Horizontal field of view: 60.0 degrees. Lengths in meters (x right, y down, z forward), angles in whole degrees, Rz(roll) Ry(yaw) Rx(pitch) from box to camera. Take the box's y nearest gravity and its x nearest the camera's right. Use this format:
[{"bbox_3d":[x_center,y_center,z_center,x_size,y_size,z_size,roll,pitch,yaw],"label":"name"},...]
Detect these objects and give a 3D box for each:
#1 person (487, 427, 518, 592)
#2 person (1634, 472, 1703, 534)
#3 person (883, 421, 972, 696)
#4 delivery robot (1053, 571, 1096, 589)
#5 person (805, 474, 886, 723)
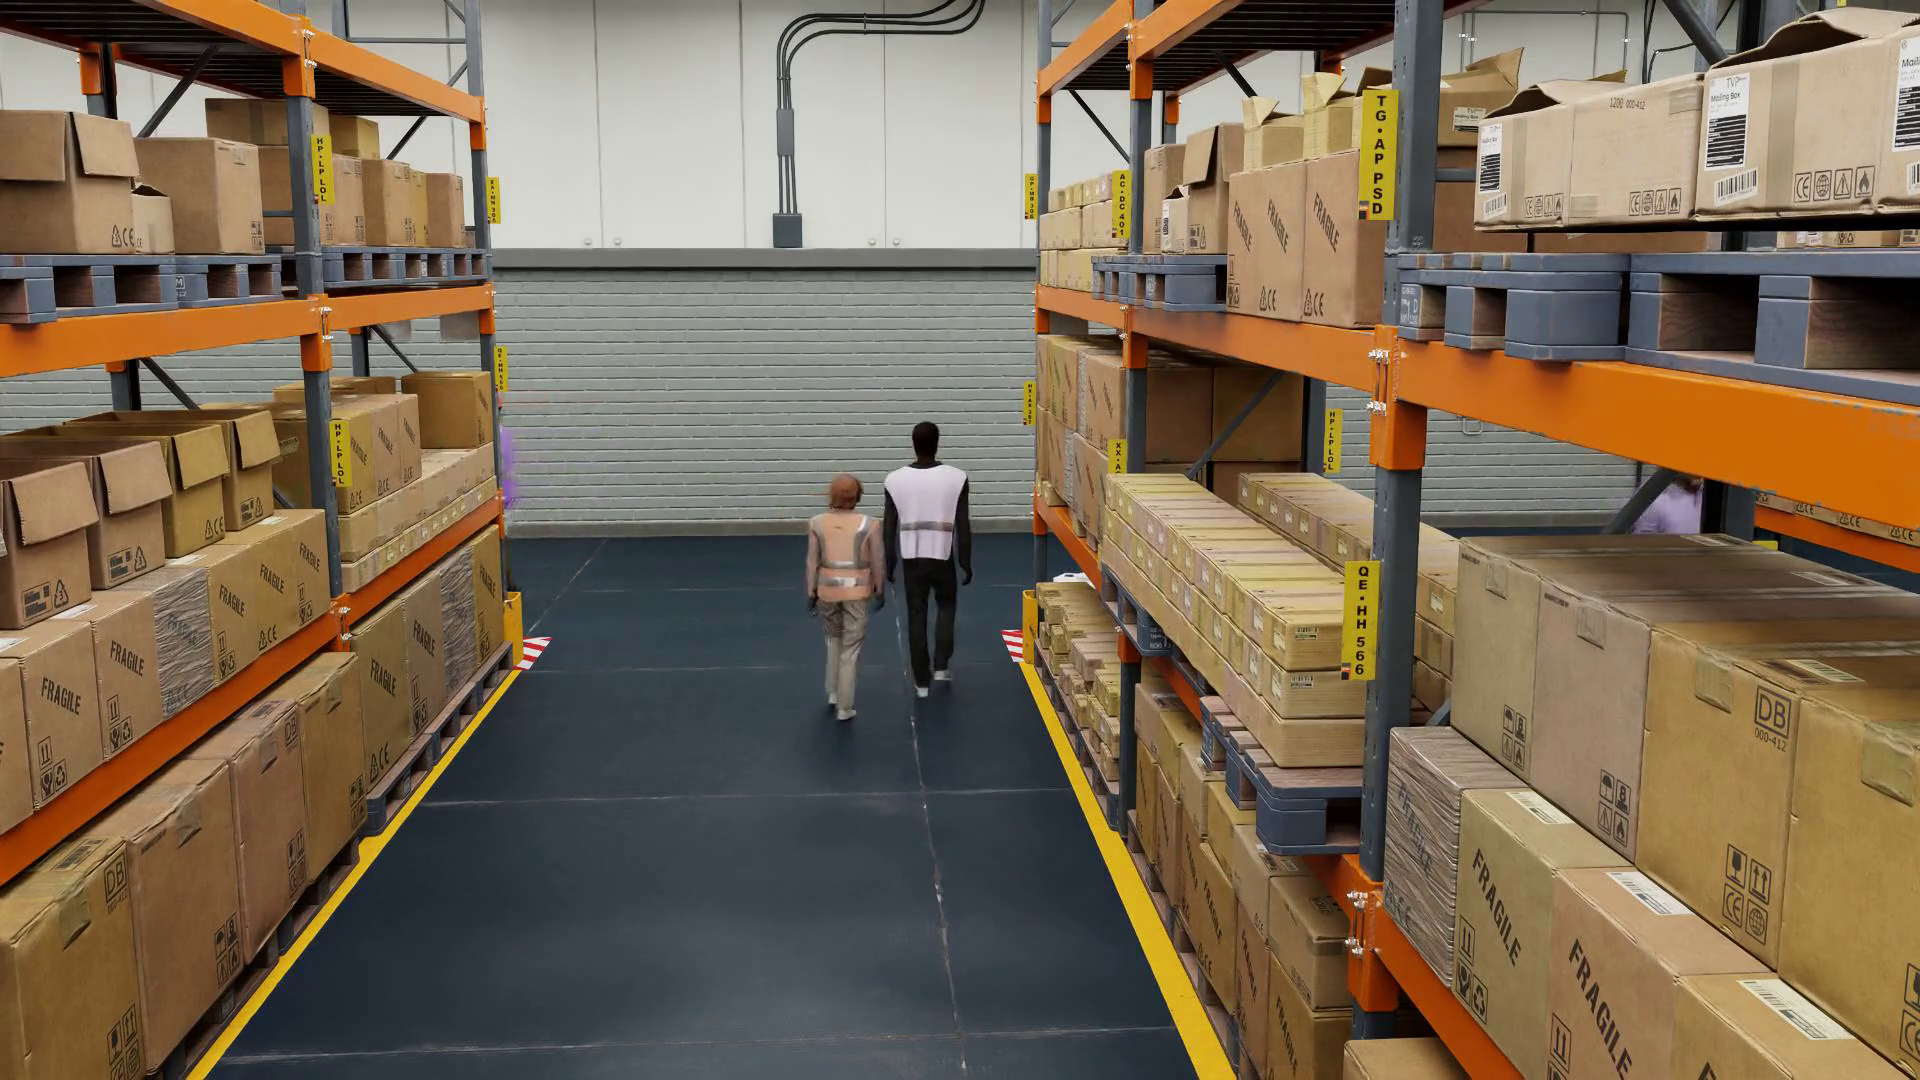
[{"bbox_3d":[-4.083,-0.355,14.388,0.410,1.917,0.564,-1,10,-3],"label":"person"},{"bbox_3d":[4.616,0.276,10.768,0.654,1.882,0.687,-3,10,-19],"label":"person"},{"bbox_3d":[-0.228,0.115,11.688,0.626,1.893,0.685,0,10,1],"label":"person"},{"bbox_3d":[1.126,0.415,13.591,0.707,0.478,0.477,5,11,26],"label":"delivery robot"},{"bbox_3d":[-0.733,0.369,11.015,0.512,1.615,0.637,3,10,17],"label":"person"}]
